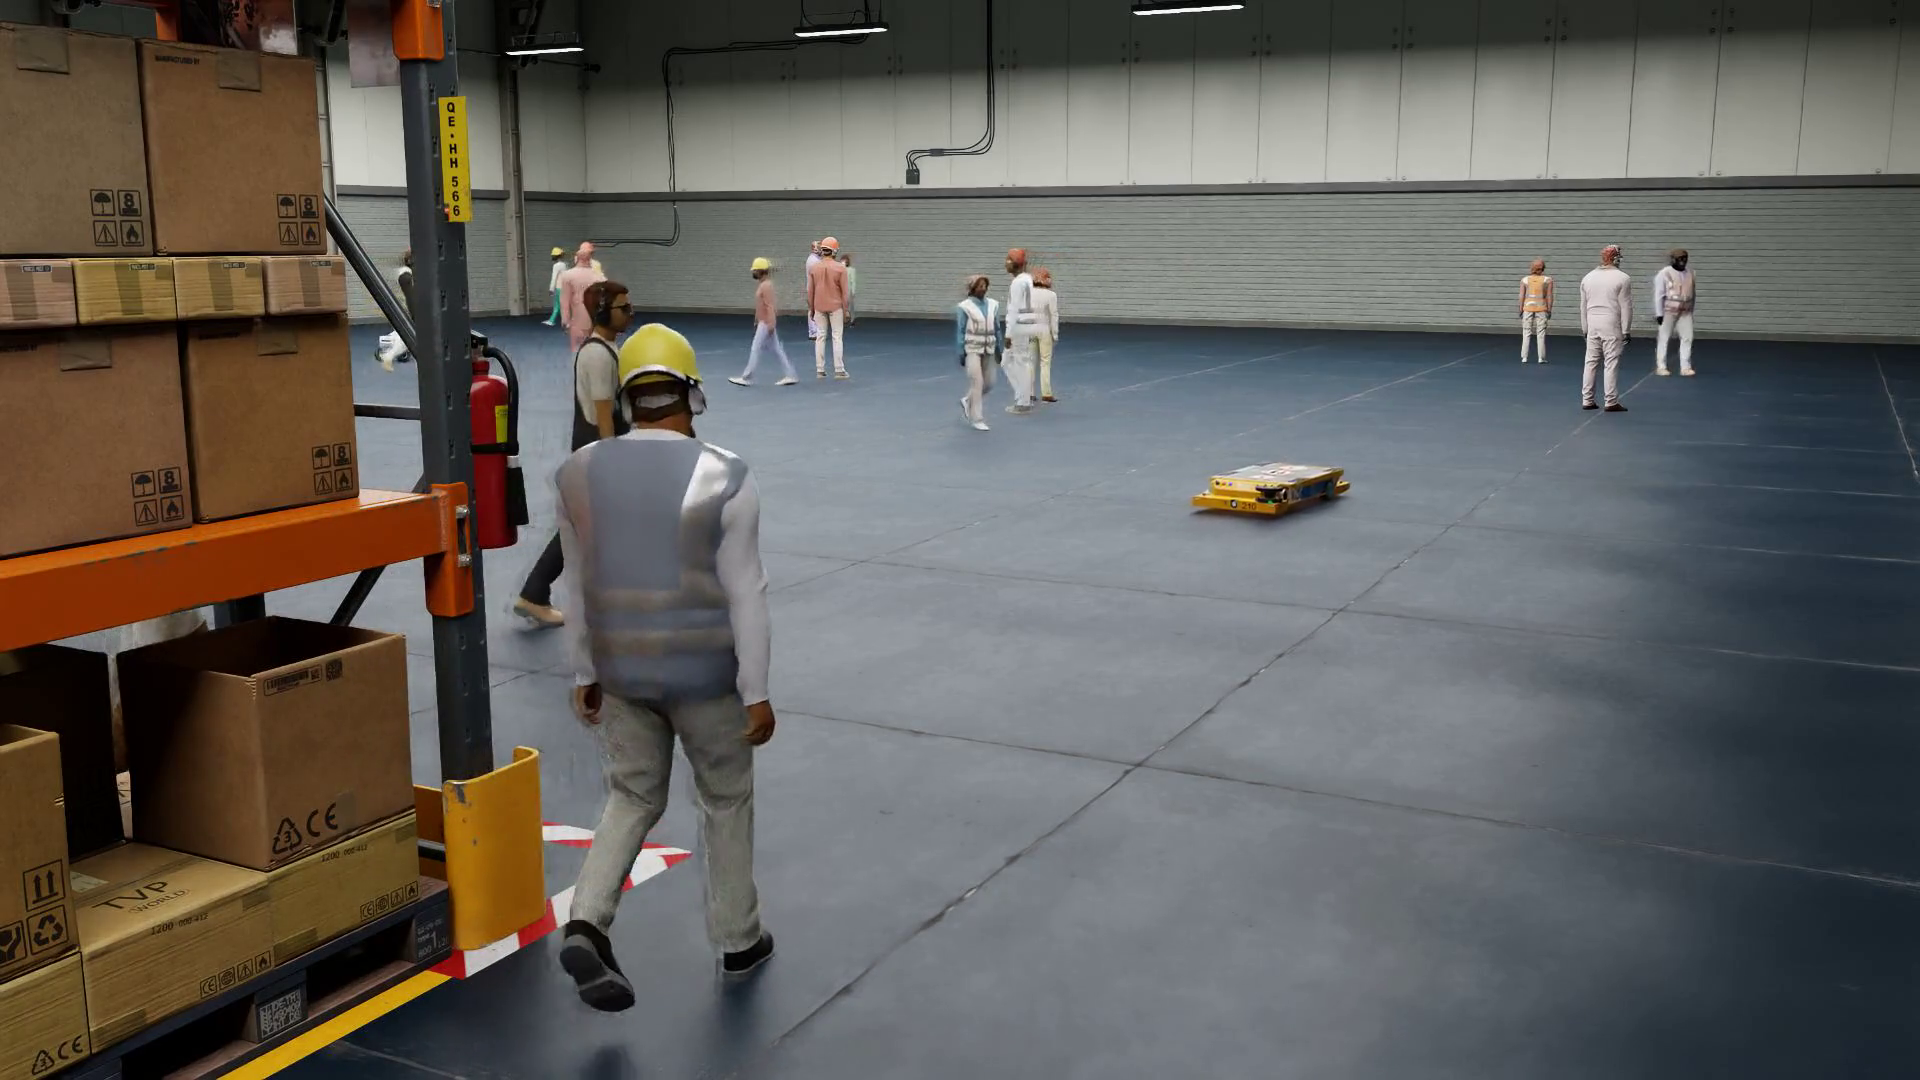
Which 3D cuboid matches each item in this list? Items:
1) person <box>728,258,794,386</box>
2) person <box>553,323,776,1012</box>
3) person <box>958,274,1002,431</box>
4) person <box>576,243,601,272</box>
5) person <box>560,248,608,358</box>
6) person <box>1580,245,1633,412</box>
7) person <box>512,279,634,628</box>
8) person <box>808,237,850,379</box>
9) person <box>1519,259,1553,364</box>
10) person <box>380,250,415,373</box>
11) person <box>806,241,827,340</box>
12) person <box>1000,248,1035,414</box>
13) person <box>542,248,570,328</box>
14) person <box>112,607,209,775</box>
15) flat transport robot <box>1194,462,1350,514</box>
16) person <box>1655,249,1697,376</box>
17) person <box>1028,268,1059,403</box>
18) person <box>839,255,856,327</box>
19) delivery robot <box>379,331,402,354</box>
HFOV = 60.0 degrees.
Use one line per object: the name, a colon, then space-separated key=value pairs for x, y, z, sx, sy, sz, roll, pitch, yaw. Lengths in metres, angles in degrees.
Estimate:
person: x=-2.654 y=-2.917 z=22.343 sx=0.918 sy=1.716 sz=0.550 roll=-2 pitch=11 yaw=-10
person: x=-0.797 y=0.348 z=4.325 sx=0.607 sy=1.803 sz=0.687 roll=3 pitch=11 yaw=17
person: x=0.164 y=-1.977 z=17.439 sx=0.519 sy=1.626 sz=0.581 roll=-7 pitch=13 yaw=-34
person: x=-7.027 y=-4.676 z=31.480 sx=0.566 sy=1.882 sz=1.017 roll=4 pitch=11 yaw=21
person: x=-4.785 y=-2.837 z=21.507 sx=0.671 sy=1.864 sz=0.757 roll=-8 pitch=13 yaw=-38
person: x=7.470 y=-2.435 z=19.188 sx=0.410 sy=1.909 sz=0.643 roll=-7 pitch=13 yaw=-34
person: x=-1.883 y=-0.435 z=8.576 sx=0.956 sy=1.810 sz=0.517 roll=-1 pitch=10 yaw=-7
person: x=-1.843 y=-3.282 z=23.566 sx=0.624 sy=1.992 sz=0.390 roll=3 pitch=11 yaw=17
person: x=9.106 y=-3.612 z=26.330 sx=0.515 sy=1.641 sz=0.314 roll=6 pitch=12 yaw=29
person: x=-7.910 y=-3.250 z=23.865 sx=0.719 sy=1.825 sz=0.622 roll=0 pitch=10 yaw=-2
person: x=-2.766 y=-4.817 z=32.172 sx=0.402 sy=1.911 sz=0.638 roll=-2 pitch=11 yaw=-11
person: x=0.623 y=-2.353 z=18.832 sx=0.453 sy=1.868 sz=0.611 roll=2 pitch=11 yaw=10
person: x=-8.866 y=-5.514 z=36.434 sx=0.853 sy=1.725 sz=0.552 roll=1 pitch=10 yaw=8
person: x=-2.692 y=0.024 z=5.820 sx=0.565 sy=1.890 sz=0.966 roll=7 pitch=13 yaw=34
flat transport robot: x=2.387 y=-0.411 z=12.615 sx=0.652 sy=0.197 sz=1.431 roll=7 pitch=12 yaw=34
person: x=10.294 y=-3.235 z=23.796 sx=0.650 sy=1.814 sz=0.768 roll=-1 pitch=10 yaw=-7
person: x=0.978 y=-2.484 z=20.201 sx=0.507 sy=1.631 sz=0.273 roll=7 pitch=13 yaw=35
person: x=-2.524 y=-5.489 z=36.703 sx=0.514 sy=1.587 sz=0.850 roll=3 pitch=11 yaw=18
delivery robot: x=-9.000 y=-3.194 z=26.762 sx=0.477 sy=0.478 sz=0.707 roll=4 pitch=11 yaw=21
